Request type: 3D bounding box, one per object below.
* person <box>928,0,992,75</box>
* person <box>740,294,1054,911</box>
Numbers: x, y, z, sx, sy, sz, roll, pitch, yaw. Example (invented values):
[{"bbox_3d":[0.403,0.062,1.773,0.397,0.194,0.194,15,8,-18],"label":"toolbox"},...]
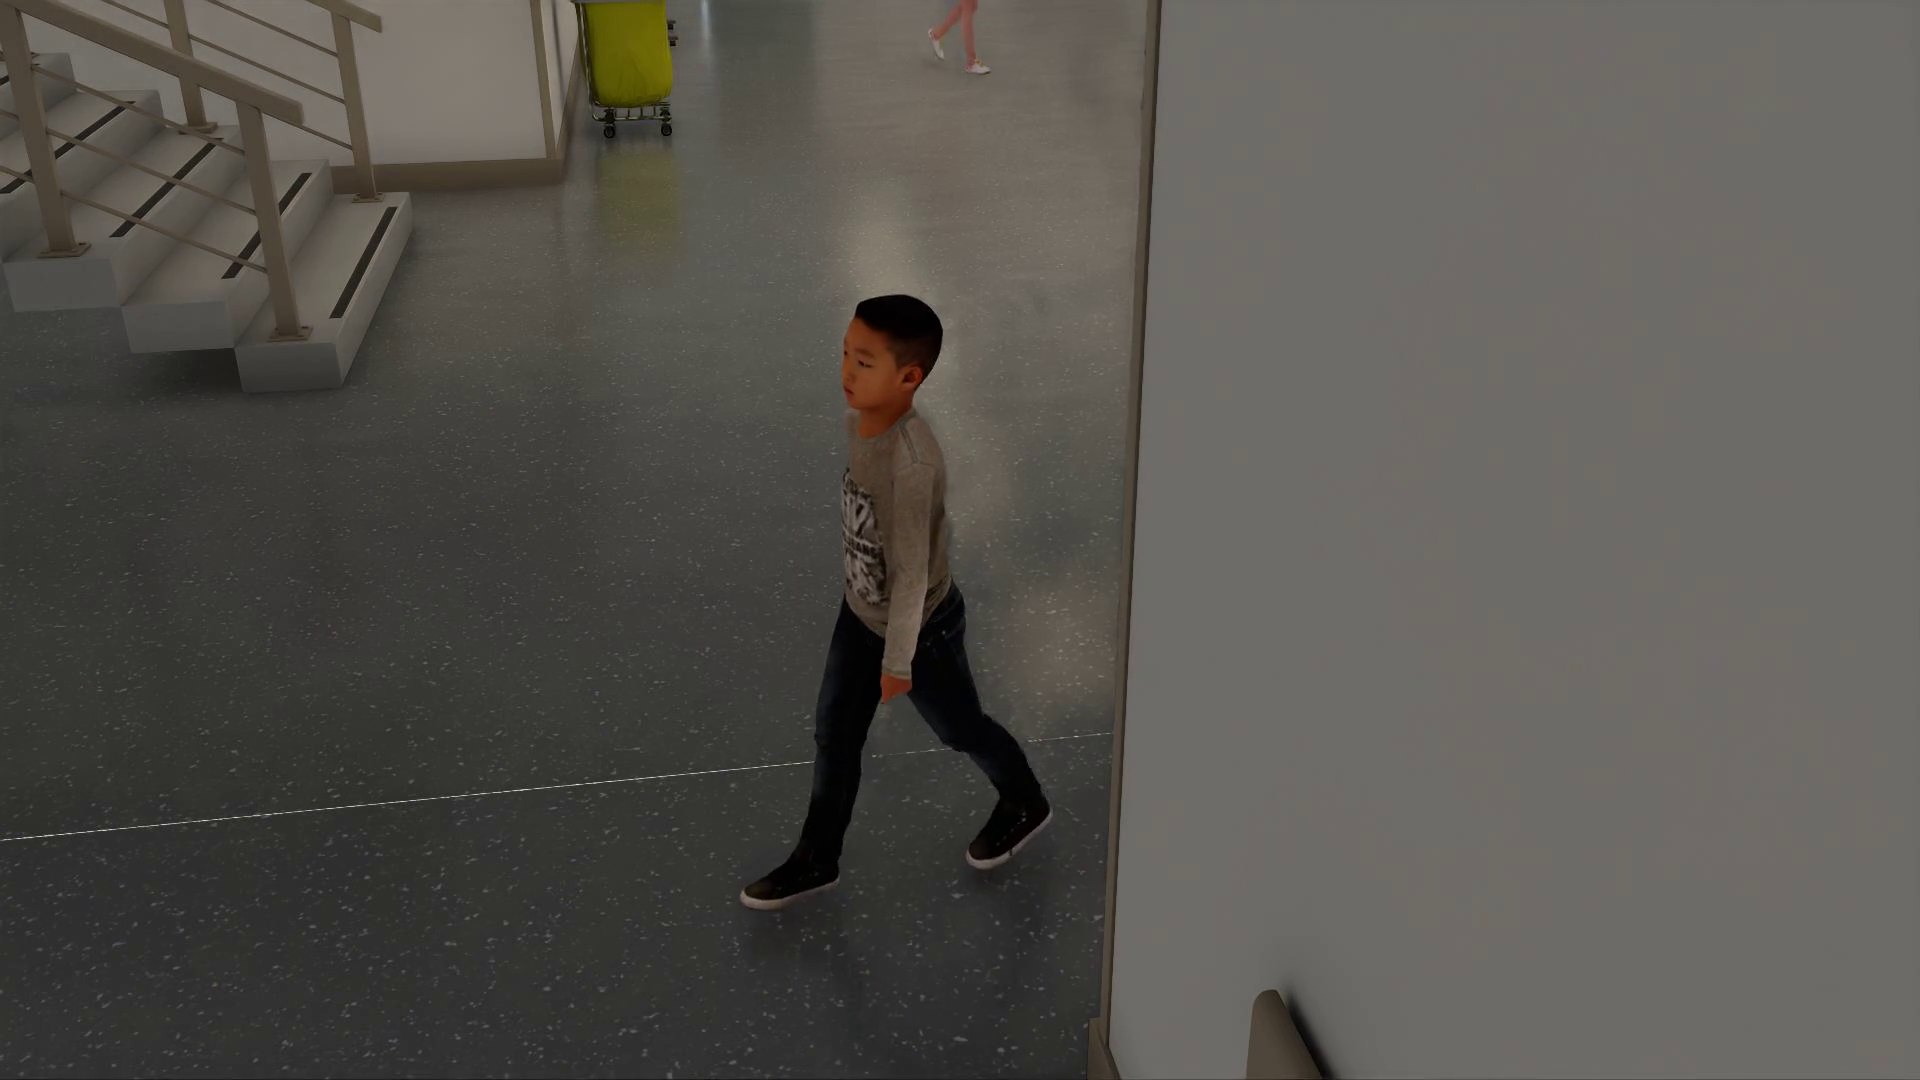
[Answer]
[{"bbox_3d":[-0.017,-4.647,13.339,1.050,1.728,0.992,-21,33,-37],"label":"person"},{"bbox_3d":[-0.060,0.163,3.703,1.074,1.434,0.785,-14,29,-27],"label":"person"}]
